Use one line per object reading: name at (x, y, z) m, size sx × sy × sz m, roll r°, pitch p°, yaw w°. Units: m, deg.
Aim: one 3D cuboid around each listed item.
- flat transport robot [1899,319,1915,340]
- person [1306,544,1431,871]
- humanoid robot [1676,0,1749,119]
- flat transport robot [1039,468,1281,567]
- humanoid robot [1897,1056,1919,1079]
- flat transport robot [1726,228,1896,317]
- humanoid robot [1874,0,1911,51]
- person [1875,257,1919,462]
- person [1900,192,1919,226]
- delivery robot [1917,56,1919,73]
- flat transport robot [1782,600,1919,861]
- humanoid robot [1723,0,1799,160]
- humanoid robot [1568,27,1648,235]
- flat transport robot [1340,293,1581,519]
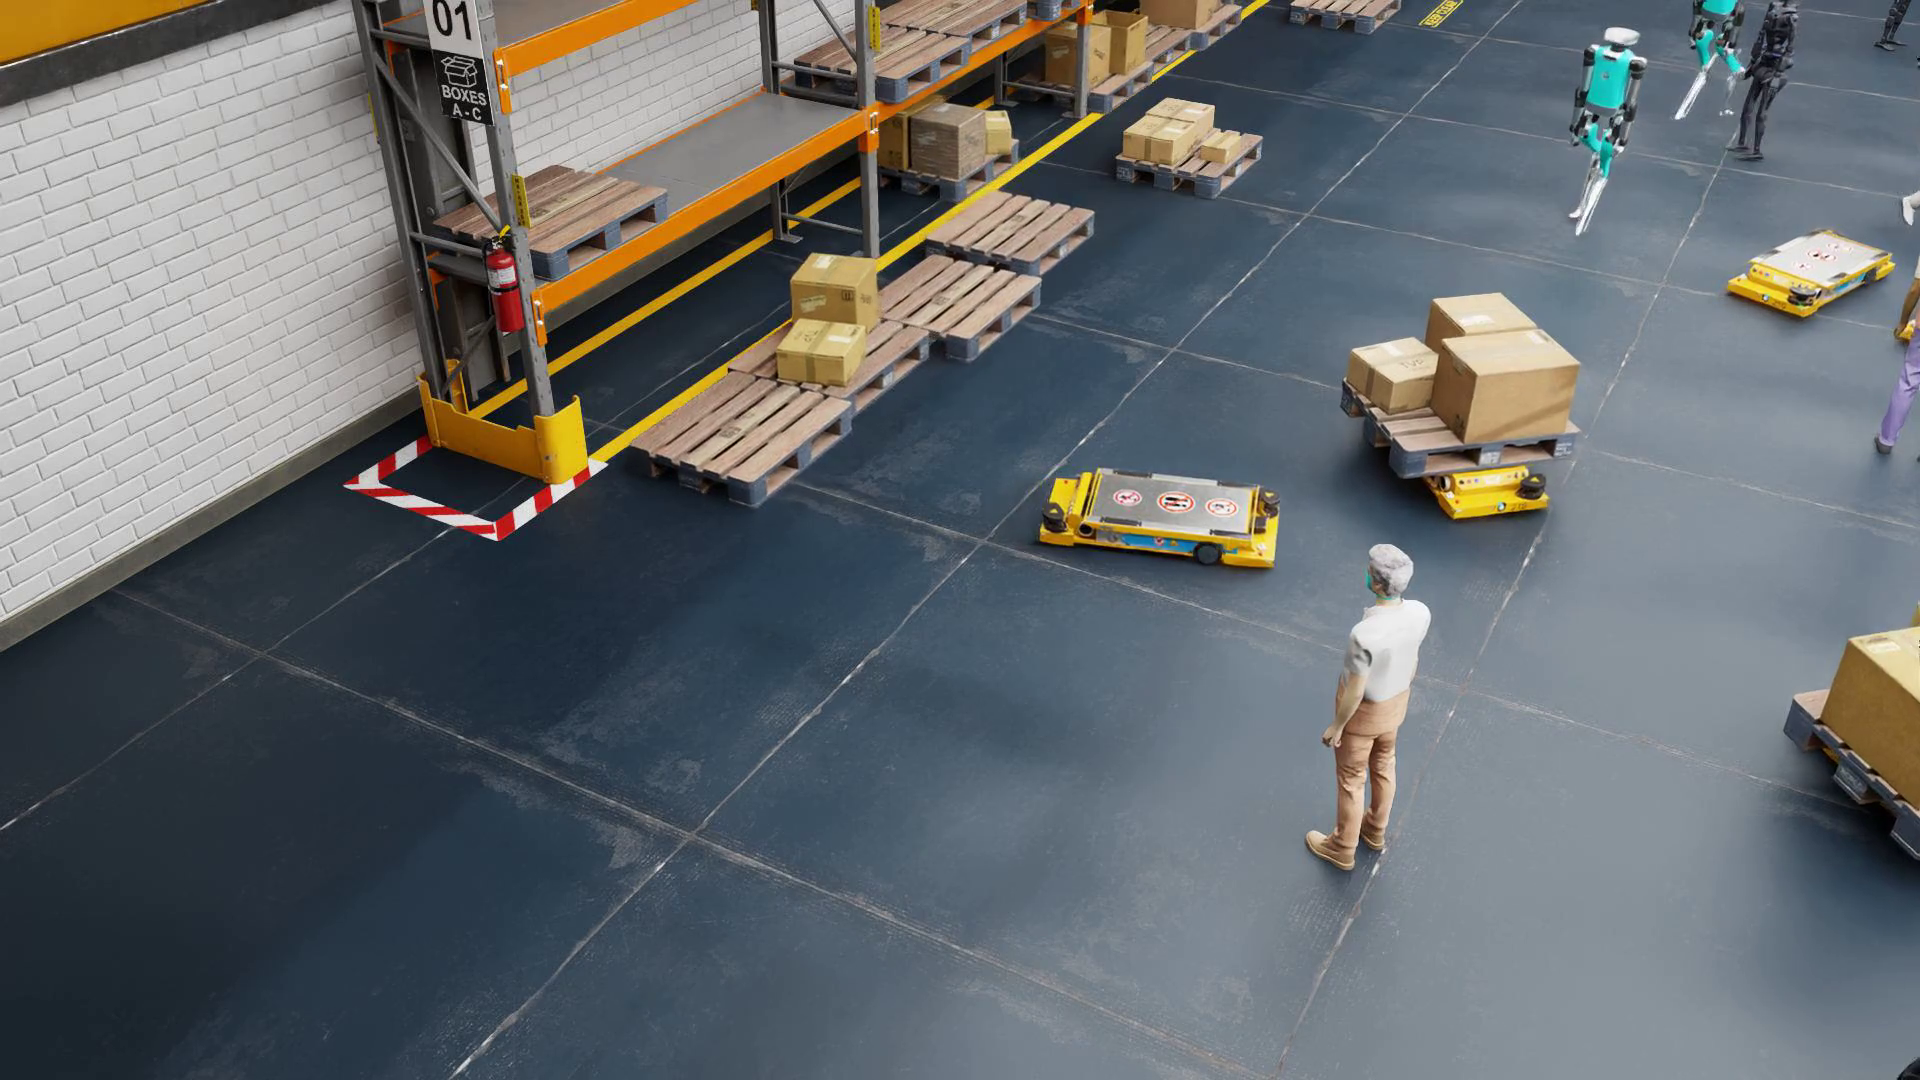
flat transport robot at (7.867, -1.755, 12.804) m, size 1.431 × 0.231 × 0.659 m, roll -28°, pitch 43°, yaw -35°
person at (1.883, 0.772, 7.641) m, size 0.493 × 1.743 × 0.305 m, roll -21°, pitch 39°, yaw -29°
humanoid robot at (7.590, -5.009, 16.441) m, size 0.878 × 1.777 × 0.531 m, roll -21°, pitch 39°, yaw -29°
flat transport robot at (1.256, -0.148, 10.371) m, size 1.431 × 0.231 × 0.659 m, roll 7°, pitch 34°, yaw 10°
humanoid robot at (3.873, 1.735, 6.262) m, size 0.610 × 1.637 × 0.609 m, roll 27°, pitch 42°, yaw 34°
flat transport robot at (6.895, -2.171, 13.433) m, size 1.431 × 0.231 × 0.659 m, roll -23°, pitch 40°, yaw -31°
humanoid robot at (10.562, -6.288, 18.374) m, size 0.599 × 1.655 × 0.315 m, roll -24°, pitch 41°, yaw -32°
person at (6.378, -1.354, 10.775) m, size 0.563 × 1.837 × 0.393 m, roll 21°, pitch 39°, yaw 28°
person at (8.449, -3.323, 13.941) m, size 0.629 × 1.621 × 0.537 m, roll 21°, pitch 39°, yaw 29°
delivery robot at (10.642, -5.131, 17.636) m, size 0.499 × 0.577 × 0.769 m, roll -5°, pitch 34°, yaw -8°
flat transport robot at (4.884, 1.230, 8.287) m, size 0.659 × 0.231 × 1.431 m, roll -8°, pitch 34°, yaw -12°
humanoid robot at (7.549, -4.414, 15.546) m, size 0.353 × 1.652 × 0.594 m, roll -3°, pitch 34°, yaw -5°
humanoid robot at (5.512, -3.487, 14.103) m, size 0.555 × 1.785 × 0.771 m, roll 29°, pitch 43°, yaw 36°
flat transport robot at (3.273, -0.615, 11.079) m, size 0.659 × 0.231 × 1.431 m, roll -7°, pitch 34°, yaw -10°
